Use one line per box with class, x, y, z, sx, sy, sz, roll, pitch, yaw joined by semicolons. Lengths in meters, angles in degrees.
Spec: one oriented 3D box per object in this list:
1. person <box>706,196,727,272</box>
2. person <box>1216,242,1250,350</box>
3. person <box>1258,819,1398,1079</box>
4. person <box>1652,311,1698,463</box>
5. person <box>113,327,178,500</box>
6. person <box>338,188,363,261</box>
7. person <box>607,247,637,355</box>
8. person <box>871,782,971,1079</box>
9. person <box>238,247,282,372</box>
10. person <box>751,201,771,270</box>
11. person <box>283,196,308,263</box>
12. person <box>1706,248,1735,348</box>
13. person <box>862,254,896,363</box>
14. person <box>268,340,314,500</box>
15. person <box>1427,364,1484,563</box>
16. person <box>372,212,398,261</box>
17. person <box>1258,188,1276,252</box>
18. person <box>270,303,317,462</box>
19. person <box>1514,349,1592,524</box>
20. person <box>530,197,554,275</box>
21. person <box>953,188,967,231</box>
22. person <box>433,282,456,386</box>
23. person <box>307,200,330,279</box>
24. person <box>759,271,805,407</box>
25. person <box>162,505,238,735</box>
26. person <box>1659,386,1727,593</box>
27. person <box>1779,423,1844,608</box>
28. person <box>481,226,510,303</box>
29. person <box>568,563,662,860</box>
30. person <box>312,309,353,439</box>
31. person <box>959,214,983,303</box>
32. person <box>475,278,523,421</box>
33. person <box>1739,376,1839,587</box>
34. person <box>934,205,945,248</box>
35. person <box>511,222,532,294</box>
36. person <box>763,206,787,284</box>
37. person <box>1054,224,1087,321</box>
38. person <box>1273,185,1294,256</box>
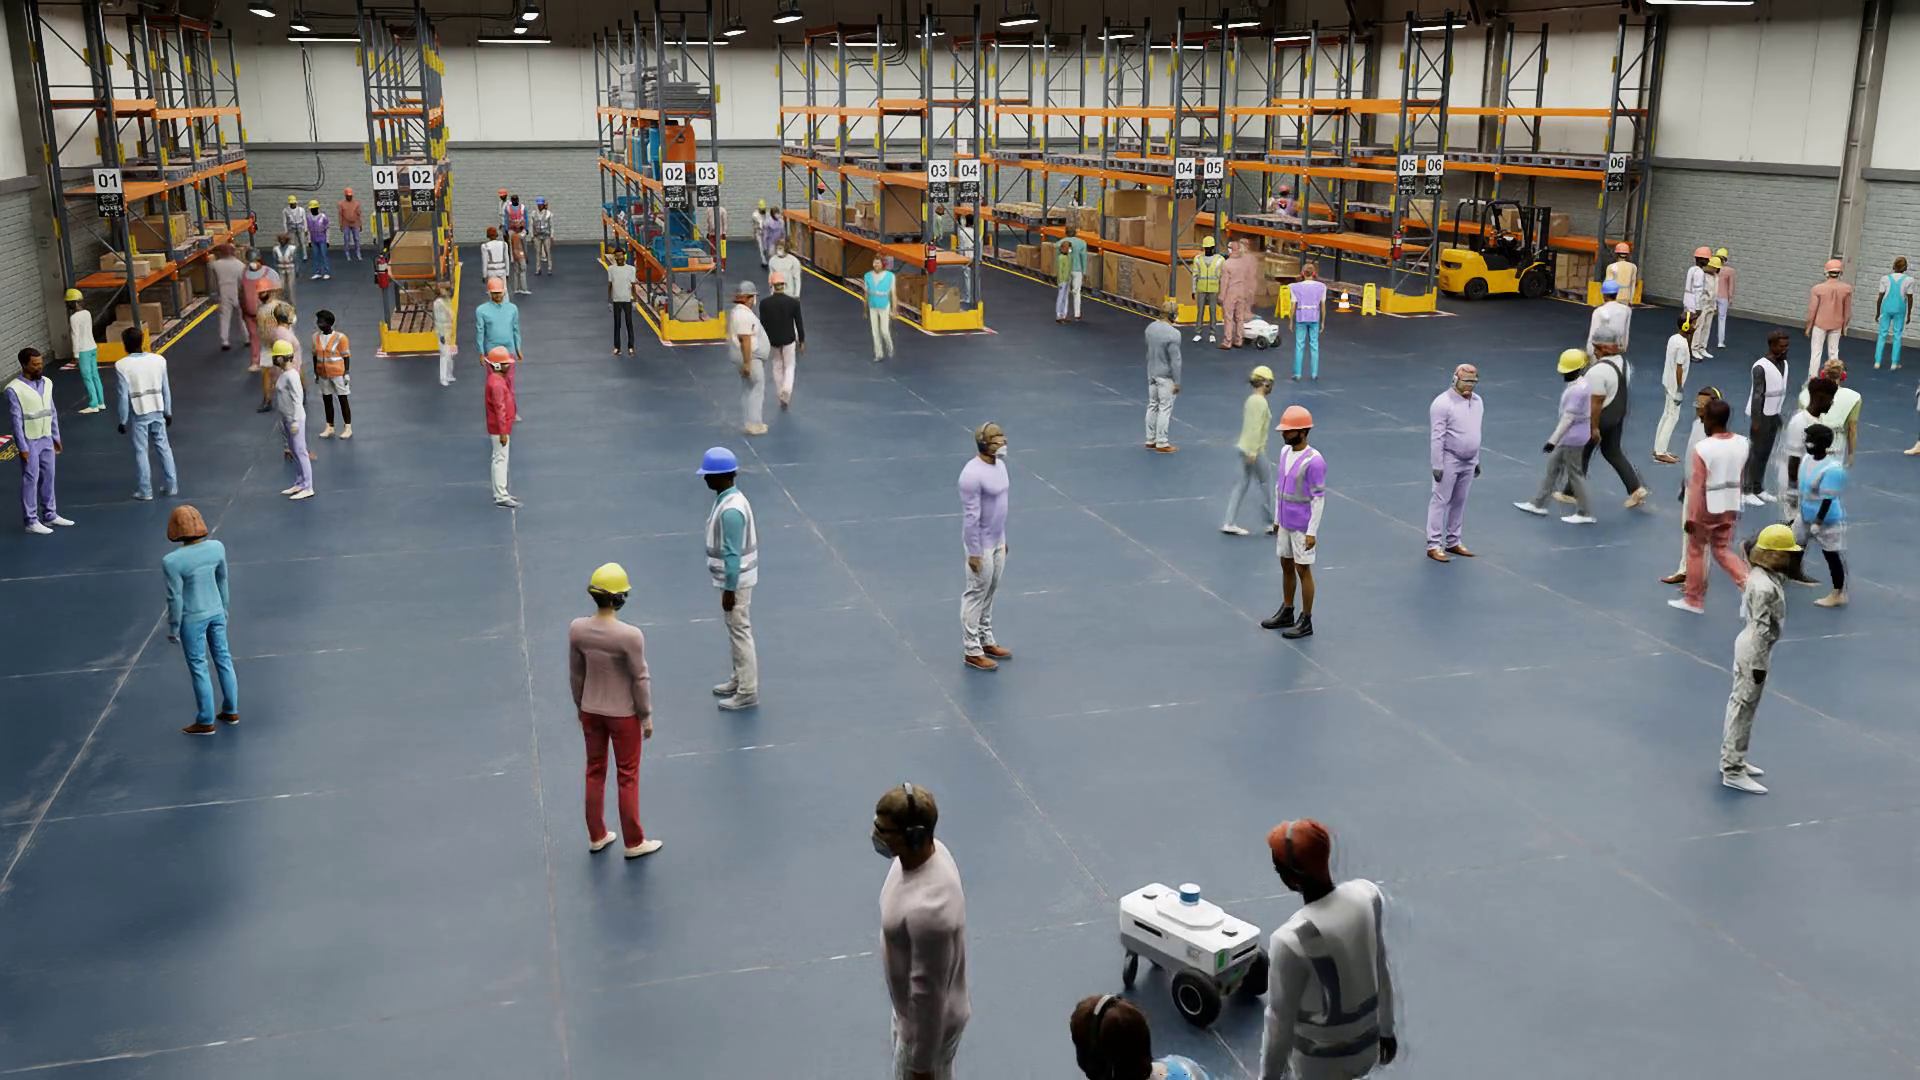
person;-6.258;-7.886;42.697;0.612;1.997;0.375;6;16;23
person;4.819;-4.328;29.490;0.640;1.904;0.409;-11;18;-34
person;1.358;1.895;6.155;0.660;1.856;0.430;-13;20;-40
person;8.746;-1.869;20.335;0.338;1.858;0.510;3;15;10
person;-9.053;-1.405;18.484;0.420;1.909;0.610;10;18;32
person;-16.690;-8.642;45.569;0.612;1.986;0.405;-8;17;-28
person;-5.857;-4.133;28.817;0.513;1.872;0.328;-1;15;-2
person;-0.145;1.821;6.305;0.365;1.931;0.631;-1;15;-5
person;-11.391;-3.745;27.030;0.688;2.000;0.536;0;15;-2
person;-5.125;-7.940;43.343;0.599;1.781;0.964;-7;17;-26
person;-17.915;-8.366;44.850;0.594;1.820;0.403;-7;16;-25
person;13.511;-4.309;29.677;0.523;1.769;0.316;7;16;25
person;-1.357;-3.890;27.971;0.579;1.828;0.436;6;16;23
person;-7.450;-1.339;18.503;0.310;1.768;0.533;-10;18;-33
person;4.794;-0.748;16.019;0.638;1.904;0.402;-9;18;-31
person;-14.348;-7.582;41.590;0.630;1.973;0.525;-3;15;-11
person;8.801;-9.215;47.830;0.366;1.926;0.594;-14;20;-42
person;-8.215;-1.932;20.404;0.372;1.940;0.630;-10;18;-32
person;6.255;-1.075;17.334;0.871;1.860;0.623;4;15;15
person;-10.525;-7.651;41.901;0.605;1.951;0.380;-1;15;-2
person;0.073;-9.454;48.996;0.502;1.812;0.662;5;16;18
person;-7.993;-3.221;25.892;0.319;1.610;0.692;0;15;2
person;-15.812;-7.396;40.988;0.590;1.926;0.388;4;15;15
person;-2.556;-2.861;23.855;0.651;1.965;0.751;-1;15;-4
person;-5.317;0.555;11.630;0.285;1.633;0.498;7;16;23
person;6.640;-0.458;14.978;0.317;1.876;0.531;-2;15;-6
person;7.356;-0.201;14.419;0.887;1.643;0.544;-1;15;-5
person;-9.260;-5.304;33.194;0.572;1.886;0.354;-12;19;-38
person;-2.018;0.996;9.722;0.533;1.765;0.330;7;16;24
person;-8.210;-2.164;21.732;0.540;1.698;0.317;3;15;12
person;0.234;-6.143;36.286;0.597;1.918;0.383;-9;17;-30
person;-6.298;-2.595;22.787;0.625;1.992;0.388;-11;18;-35
person;7.634;-0.551;15.221;0.628;1.931;0.622;-14;20;-42
person;-0.539;-8.014;43.894;0.279;1.624;0.494;-3;15;-10
person;-10.006;-6.414;37.860;0.517;1.633;0.309;11;18;36
person;-4.420;-6.929;39.319;0.653;1.903;0.667;13;20;41
person;2.206;-5.323;33.202;0.676;1.923;0.462;0;15;-2
person;9.042;-8.857;46.336;0.634;2.019;0.742;-10;18;-33
